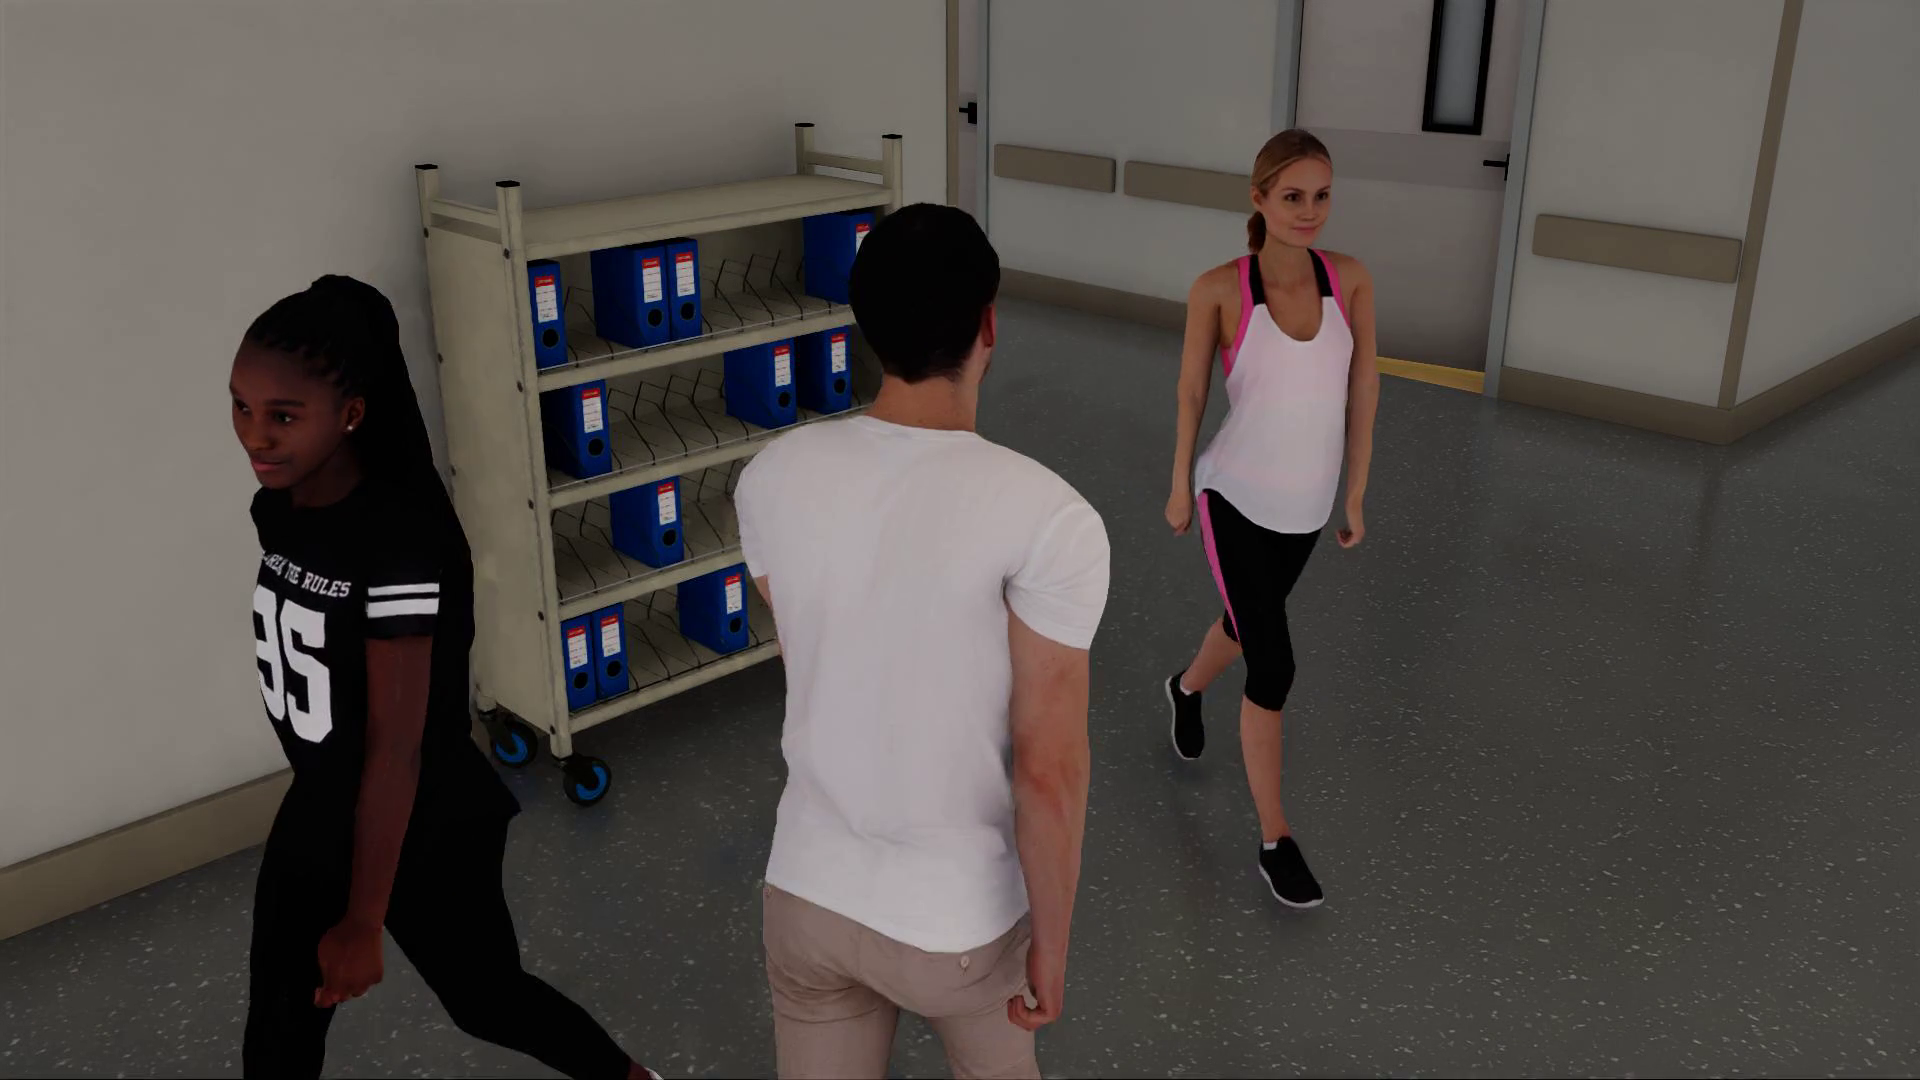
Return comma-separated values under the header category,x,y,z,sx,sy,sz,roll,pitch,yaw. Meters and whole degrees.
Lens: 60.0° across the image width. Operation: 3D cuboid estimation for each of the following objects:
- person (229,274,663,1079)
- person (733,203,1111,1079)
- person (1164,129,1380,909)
category,x,y,z,sx,sy,sz,roll,pitch,yaw
person,-0.809,0.465,2.629,0.726,1.695,1.201,15,25,34
person,-0.116,0.542,2.247,1.041,1.823,1.334,8,22,21
person,0.704,-0.088,4.034,1.225,1.734,1.080,-5,21,-12
